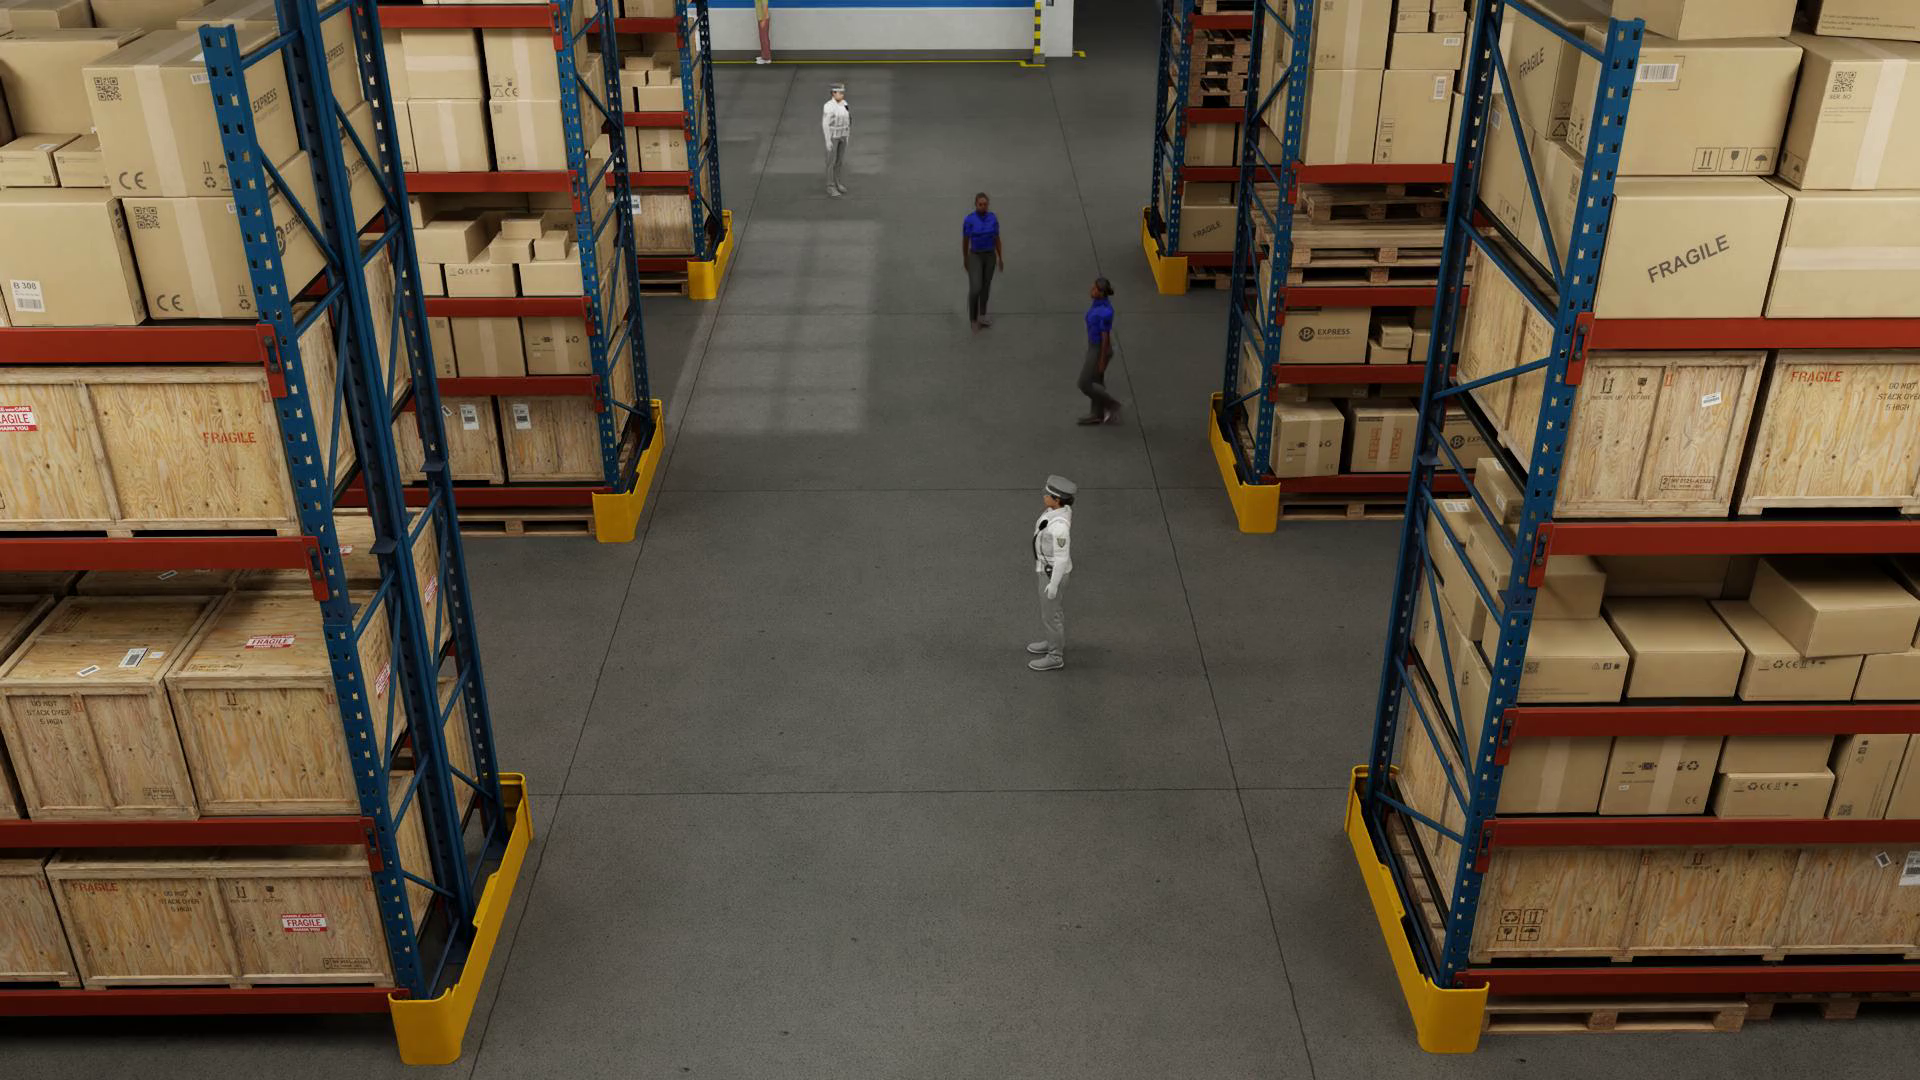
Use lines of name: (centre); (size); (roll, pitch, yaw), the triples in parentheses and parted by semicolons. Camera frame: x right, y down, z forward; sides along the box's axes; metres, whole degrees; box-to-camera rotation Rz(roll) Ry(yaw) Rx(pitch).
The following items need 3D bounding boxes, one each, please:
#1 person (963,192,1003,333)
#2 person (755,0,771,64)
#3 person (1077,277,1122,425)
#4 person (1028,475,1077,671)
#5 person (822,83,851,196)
person: (0.278, -3.411, 20.365); (0.455, 1.696, 0.439); (-10, 30, -17)
person: (-3.966, -10.466, 33.475); (0.390, 1.671, 0.427); (-2, 28, -3)
person: (1.497, -1.997, 17.697); (0.485, 1.661, 0.461); (-2, 28, -3)
person: (0.745, 0.254, 13.515); (0.358, 1.689, 0.473); (1, 28, 2)
person: (-1.890, -6.123, 25.367); (0.380, 1.682, 0.508); (23, 36, 36)
